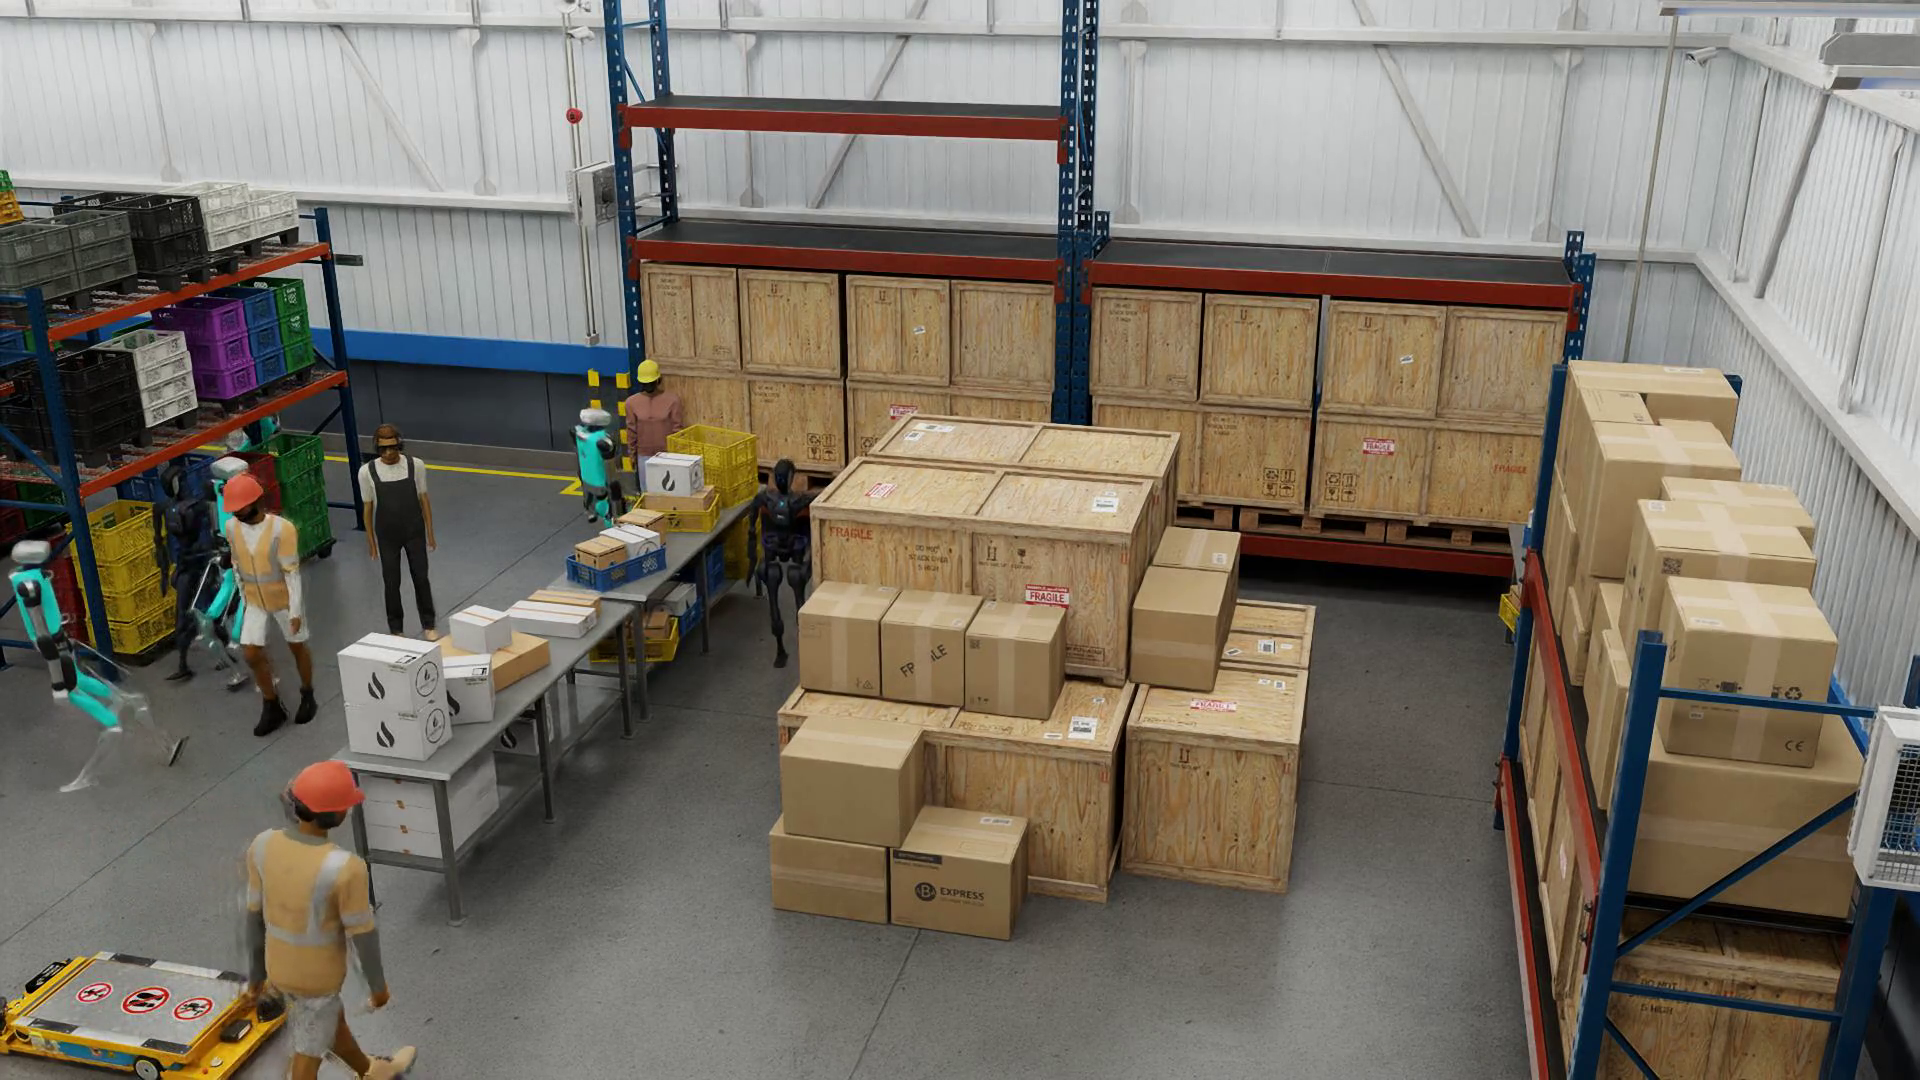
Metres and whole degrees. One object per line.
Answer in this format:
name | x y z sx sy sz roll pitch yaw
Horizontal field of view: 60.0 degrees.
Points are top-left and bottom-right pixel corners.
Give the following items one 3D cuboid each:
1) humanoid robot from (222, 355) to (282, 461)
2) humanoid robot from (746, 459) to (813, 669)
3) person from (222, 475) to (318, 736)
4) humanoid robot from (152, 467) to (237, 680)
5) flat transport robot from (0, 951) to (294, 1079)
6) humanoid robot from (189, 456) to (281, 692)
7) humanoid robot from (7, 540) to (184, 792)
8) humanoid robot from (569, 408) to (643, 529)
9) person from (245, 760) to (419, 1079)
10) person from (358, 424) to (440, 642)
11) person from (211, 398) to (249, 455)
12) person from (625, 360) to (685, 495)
humanoid robot | -6.857 -1.086 15.954 0.714 1.880 0.534 3 21 7
humanoid robot | -1.341 0.149 12.679 0.584 1.641 0.448 1 21 2
person | -4.808 0.451 11.570 0.569 1.899 0.689 2 21 6
humanoid robot | -5.735 0.260 12.411 0.609 1.645 0.624 3 21 9
flat transport robot | -4.270 2.464 8.601 1.431 0.231 0.659 5 22 13
humanoid robot | -5.366 0.308 12.131 0.532 1.759 0.694 8 22 20
humanoid robot | -5.598 0.802 10.933 0.919 1.792 0.544 -10 23 -25
humanoid robot | -2.810 -0.297 13.789 1.072 1.727 0.564 -19 28 -41
person | -2.893 1.927 7.616 0.611 1.968 1.059 10 23 25
person | -4.352 -0.031 12.940 0.506 1.838 0.338 -10 23 -23
person | -7.191 -1.421 16.605 0.441 1.826 0.767 4 21 9
person | -2.731 -0.769 14.972 0.521 1.762 0.335 -1 21 -3
